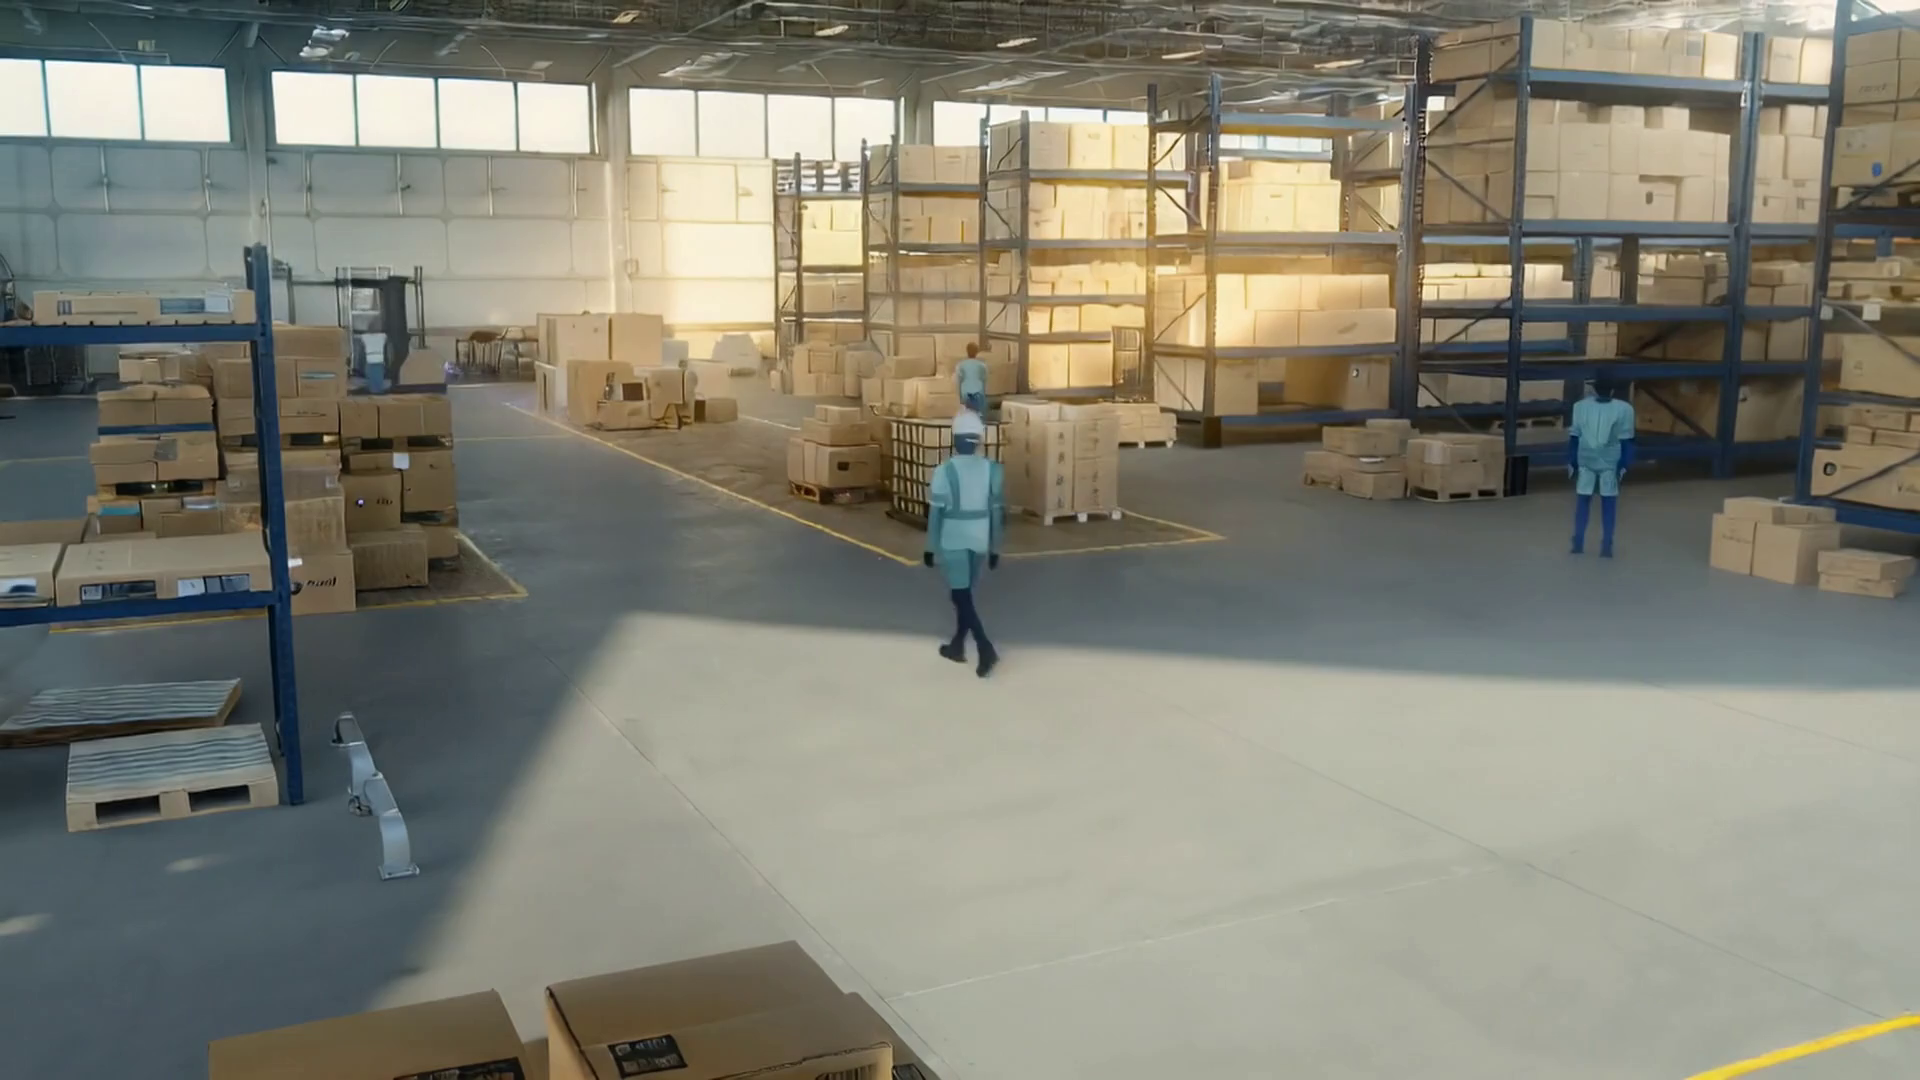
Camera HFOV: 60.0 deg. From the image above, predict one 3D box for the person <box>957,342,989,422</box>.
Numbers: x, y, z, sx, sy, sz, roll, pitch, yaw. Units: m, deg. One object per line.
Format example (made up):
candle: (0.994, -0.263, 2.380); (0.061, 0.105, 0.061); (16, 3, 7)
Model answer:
person: (0.217, -2.529, 28.426); (0.541, 1.700, 0.316); (0, 9, -2)

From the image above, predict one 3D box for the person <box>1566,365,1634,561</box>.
person: (6.423, -0.776, 16.728); (0.607, 1.966, 0.367); (6, 11, 31)

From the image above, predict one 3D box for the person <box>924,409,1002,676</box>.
person: (0.078, 0.012, 12.036); (0.545, 1.907, 0.914); (-5, 11, -31)

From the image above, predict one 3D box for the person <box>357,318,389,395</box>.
person: (-12.493, -3.749, 35.346); (0.631, 1.904, 0.591); (-7, 12, -39)

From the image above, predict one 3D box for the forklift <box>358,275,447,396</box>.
forklift: (-12.971, -4.739, 38.488); (1.873, 2.768, 1.129); (-4, 10, -25)

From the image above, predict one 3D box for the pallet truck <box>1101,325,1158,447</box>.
pallet truck: (2.881, -2.596, 27.923); (0.823, 1.965, 1.885); (-1, 9, -7)
